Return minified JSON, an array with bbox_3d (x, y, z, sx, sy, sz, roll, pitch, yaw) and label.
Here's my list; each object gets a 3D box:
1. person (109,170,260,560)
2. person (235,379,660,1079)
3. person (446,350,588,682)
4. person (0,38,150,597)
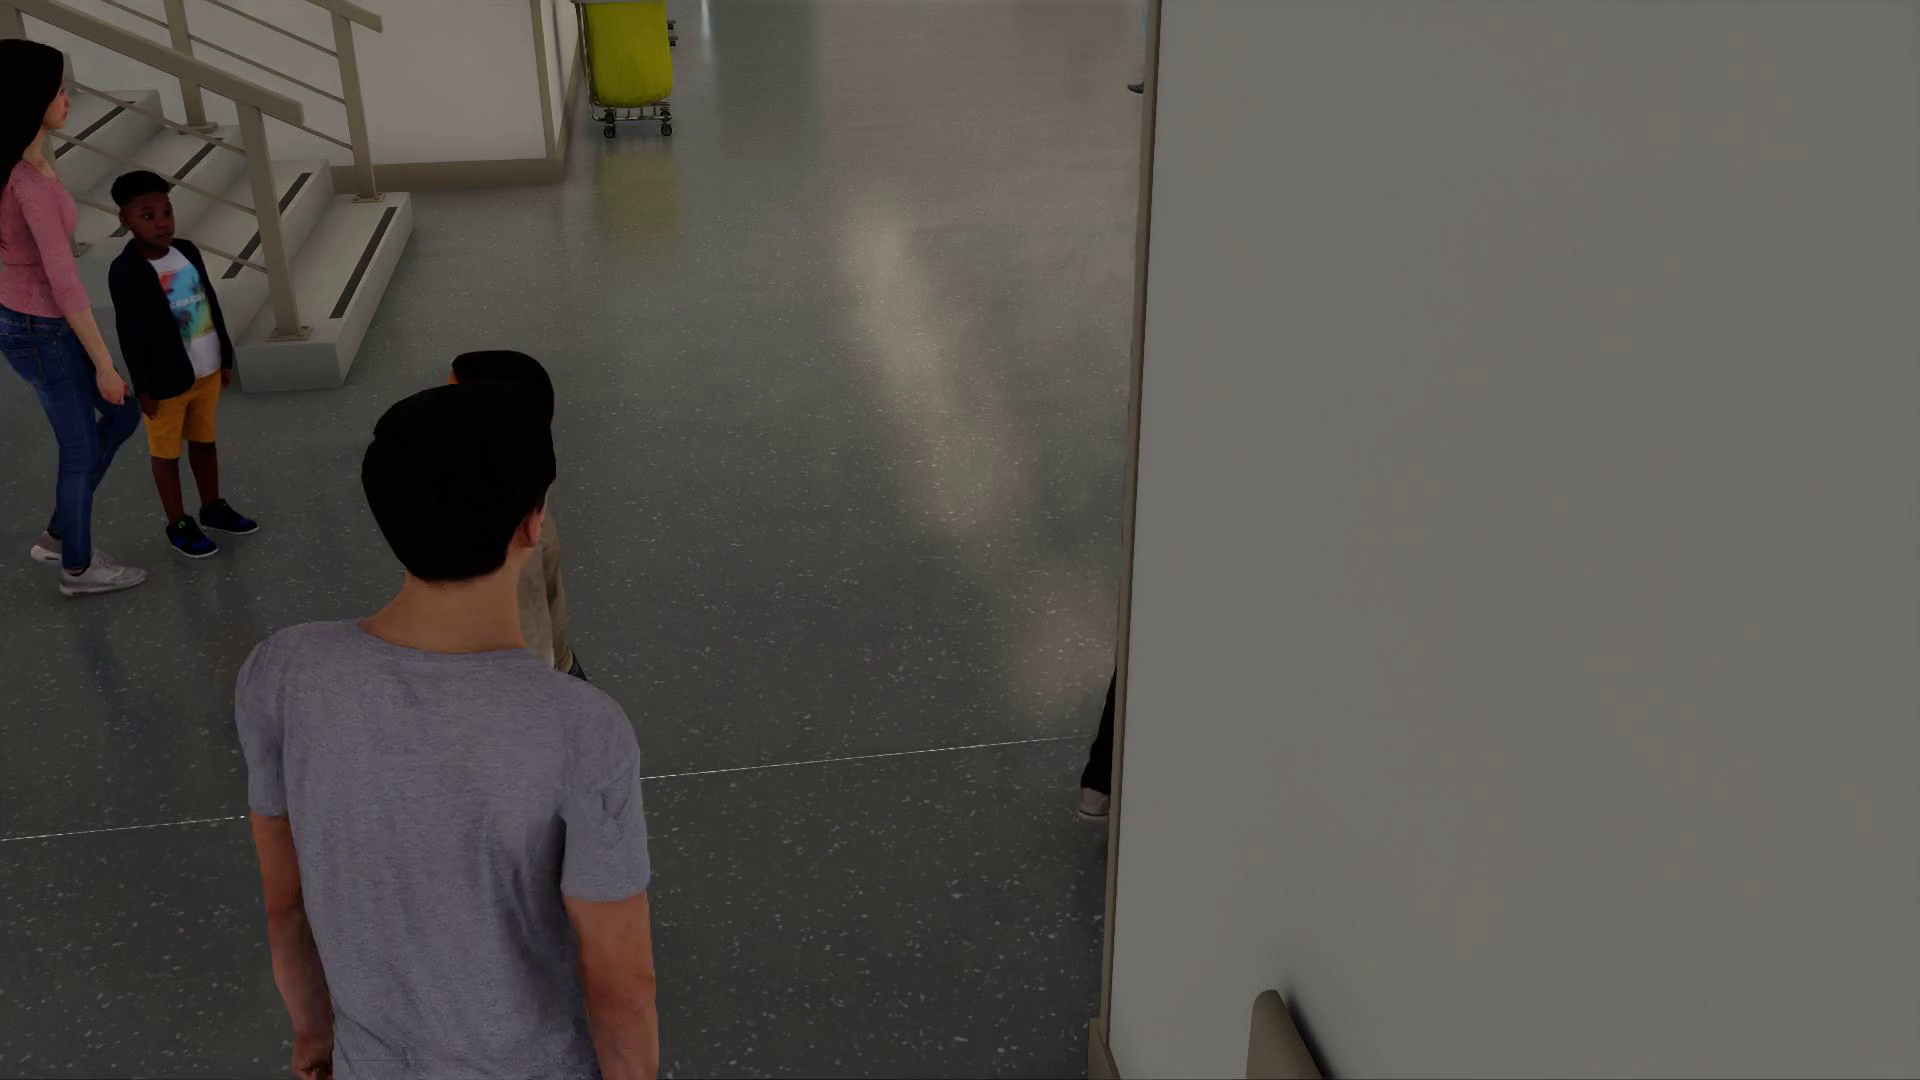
[{"bbox_3d":[-2.569,-0.580,5.432,0.653,1.269,0.612,10,27,19],"label":"person"},{"bbox_3d":[-0.644,0.732,2.050,1.044,1.845,1.020,7,27,13],"label":"person"},{"bbox_3d":[-0.872,0.315,3.352,0.603,1.465,0.606,-13,29,-26],"label":"person"},{"bbox_3d":[-2.779,-0.583,4.916,0.738,1.723,0.715,-17,30,-31],"label":"person"}]
